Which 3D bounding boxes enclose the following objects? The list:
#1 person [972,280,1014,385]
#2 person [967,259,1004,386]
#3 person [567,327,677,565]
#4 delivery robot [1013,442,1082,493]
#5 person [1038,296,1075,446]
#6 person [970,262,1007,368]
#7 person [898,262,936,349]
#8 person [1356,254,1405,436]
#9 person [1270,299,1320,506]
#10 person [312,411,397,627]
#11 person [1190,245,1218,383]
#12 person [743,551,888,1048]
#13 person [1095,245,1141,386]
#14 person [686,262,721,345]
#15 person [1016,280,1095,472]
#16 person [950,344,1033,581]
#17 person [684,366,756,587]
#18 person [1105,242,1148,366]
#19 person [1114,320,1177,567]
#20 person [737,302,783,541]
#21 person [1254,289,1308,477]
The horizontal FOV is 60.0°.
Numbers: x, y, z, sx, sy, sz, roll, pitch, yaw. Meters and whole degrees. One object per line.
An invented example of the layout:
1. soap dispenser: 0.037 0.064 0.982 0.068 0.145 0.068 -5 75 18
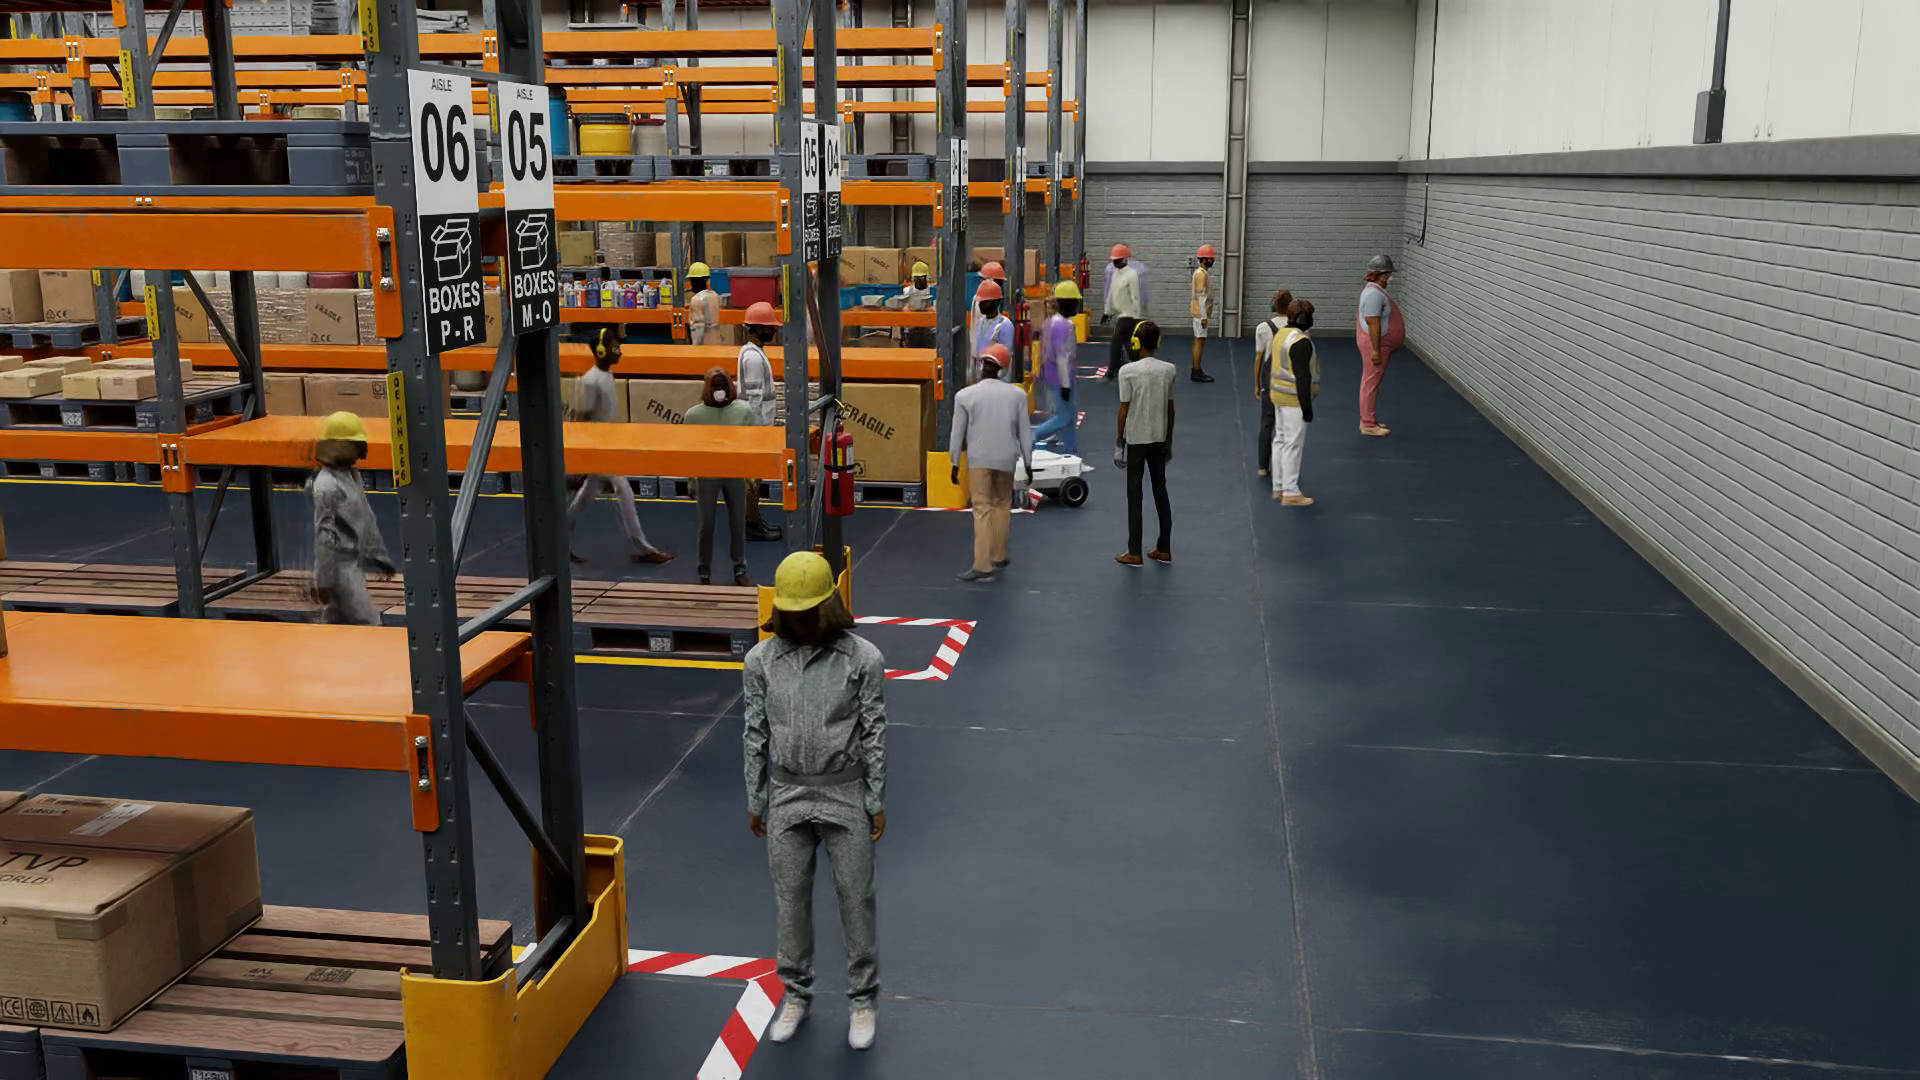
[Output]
1. person: 0.293 -1.533 16.059 0.391 1.929 0.545 -8 15 -31
2. person: 0.438 -2.931 22.675 0.626 1.801 0.956 -10 16 -38
3. person: -2.702 -0.691 12.525 0.986 1.822 0.511 -1 13 -3
4. delivery robot: 0.722 -0.629 14.878 0.707 0.478 0.477 -4 13 -18
5. person: 1.059 -1.849 18.156 0.317 1.632 0.525 -11 16 -40
6. person: 0.315 -2.062 18.327 0.407 1.981 0.625 -3 13 -14
7. person: -0.500 -2.613 21.142 0.600 1.831 0.404 1 13 5
8. person: 4.770 -2.218 18.883 0.538 2.000 0.684 2 13 11
9. person: 2.998 -1.232 14.910 0.429 1.841 0.626 -1 13 -5
10. person: -3.179 0.159 8.921 0.842 1.709 0.492 -1 13 -6
11. person: 3.453 -3.209 23.595 0.358 1.938 0.542 1 13 2
12. person: -0.490 0.877 5.620 0.491 1.733 0.318 1 13 5
13. person: 2.194 -3.131 23.191 0.910 1.944 0.660 -4 13 -16
14. person: -2.968 -2.241 19.248 0.388 1.926 0.590 3 13 14
15. person: 0.957 -1.604 16.410 0.709 1.911 0.596 2 13 8
16. person: 0.219 -0.575 12.245 0.605 1.704 0.607 -3 13 -14
17. person: -1.695 -0.424 11.753 0.510 1.620 0.327 -5 14 -23
18. person: 2.513 -3.558 25.267 0.670 1.885 0.954 0 12 -1
19. person: 1.405 -0.729 12.591 0.502 1.859 0.338 -6 14 -25
20. person: -1.608 -0.951 13.432 0.380 1.931 0.545 -1 13 -7
21. person: 3.112 -1.511 16.170 0.509 1.838 0.334 4 13 16
